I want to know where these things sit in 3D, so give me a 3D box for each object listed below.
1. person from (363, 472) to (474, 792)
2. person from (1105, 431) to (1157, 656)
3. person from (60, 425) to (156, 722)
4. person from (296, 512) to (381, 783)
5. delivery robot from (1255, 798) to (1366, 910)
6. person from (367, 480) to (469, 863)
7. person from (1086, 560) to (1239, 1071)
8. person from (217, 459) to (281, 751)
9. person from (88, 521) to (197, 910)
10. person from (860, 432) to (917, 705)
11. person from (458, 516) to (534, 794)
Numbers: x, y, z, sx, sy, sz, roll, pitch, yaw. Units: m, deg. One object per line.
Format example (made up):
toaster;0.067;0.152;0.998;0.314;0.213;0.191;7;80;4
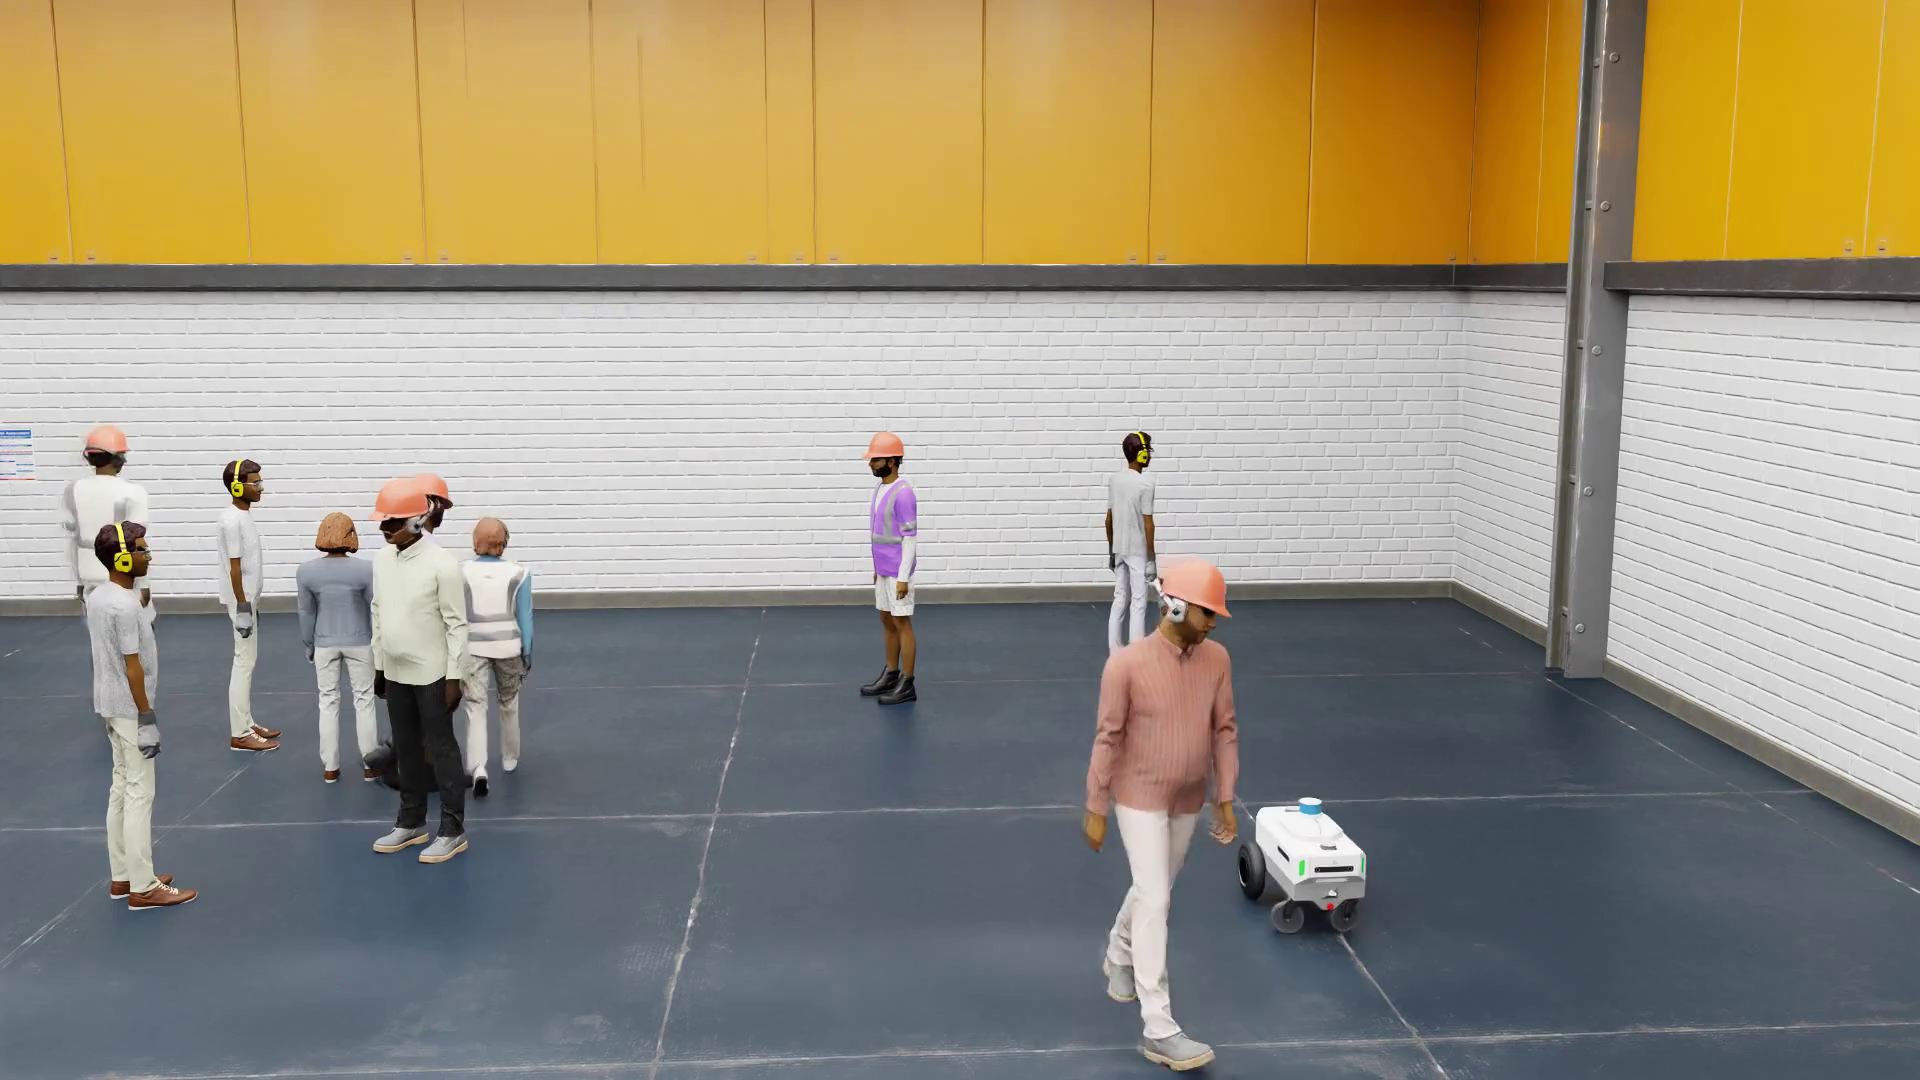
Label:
person;-3.153;0.565;9.631;0.557;1.896;0.573;-5;10;-29
person;1.304;0.115;12.530;0.331;1.872;0.513;-6;11;-35
person;-5.727;0.241;11.230;0.609;2.030;0.483;1;9;4
person;-3.682;0.644;9.950;0.498;1.633;0.285;-1;9;-6
delivery robot;1.653;1.466;7.871;0.477;0.478;0.707;-1;9;-7
person;-2.826;0.676;8.621;0.622;1.990;0.396;5;10;29
person;0.801;1.023;6.681;0.641;1.933;0.985;-5;10;-30
person;-4.579;0.411;10.674;0.309;1.868;0.535;-3;10;-18
person;-3.971;0.836;8.002;0.329;1.873;0.512;-8;12;-43
person;-0.500;0.198;11.793;0.378;1.938;0.547;-4;10;-24
person;-2.781;0.672;9.857;0.513;1.607;0.774;-3;9;-17
